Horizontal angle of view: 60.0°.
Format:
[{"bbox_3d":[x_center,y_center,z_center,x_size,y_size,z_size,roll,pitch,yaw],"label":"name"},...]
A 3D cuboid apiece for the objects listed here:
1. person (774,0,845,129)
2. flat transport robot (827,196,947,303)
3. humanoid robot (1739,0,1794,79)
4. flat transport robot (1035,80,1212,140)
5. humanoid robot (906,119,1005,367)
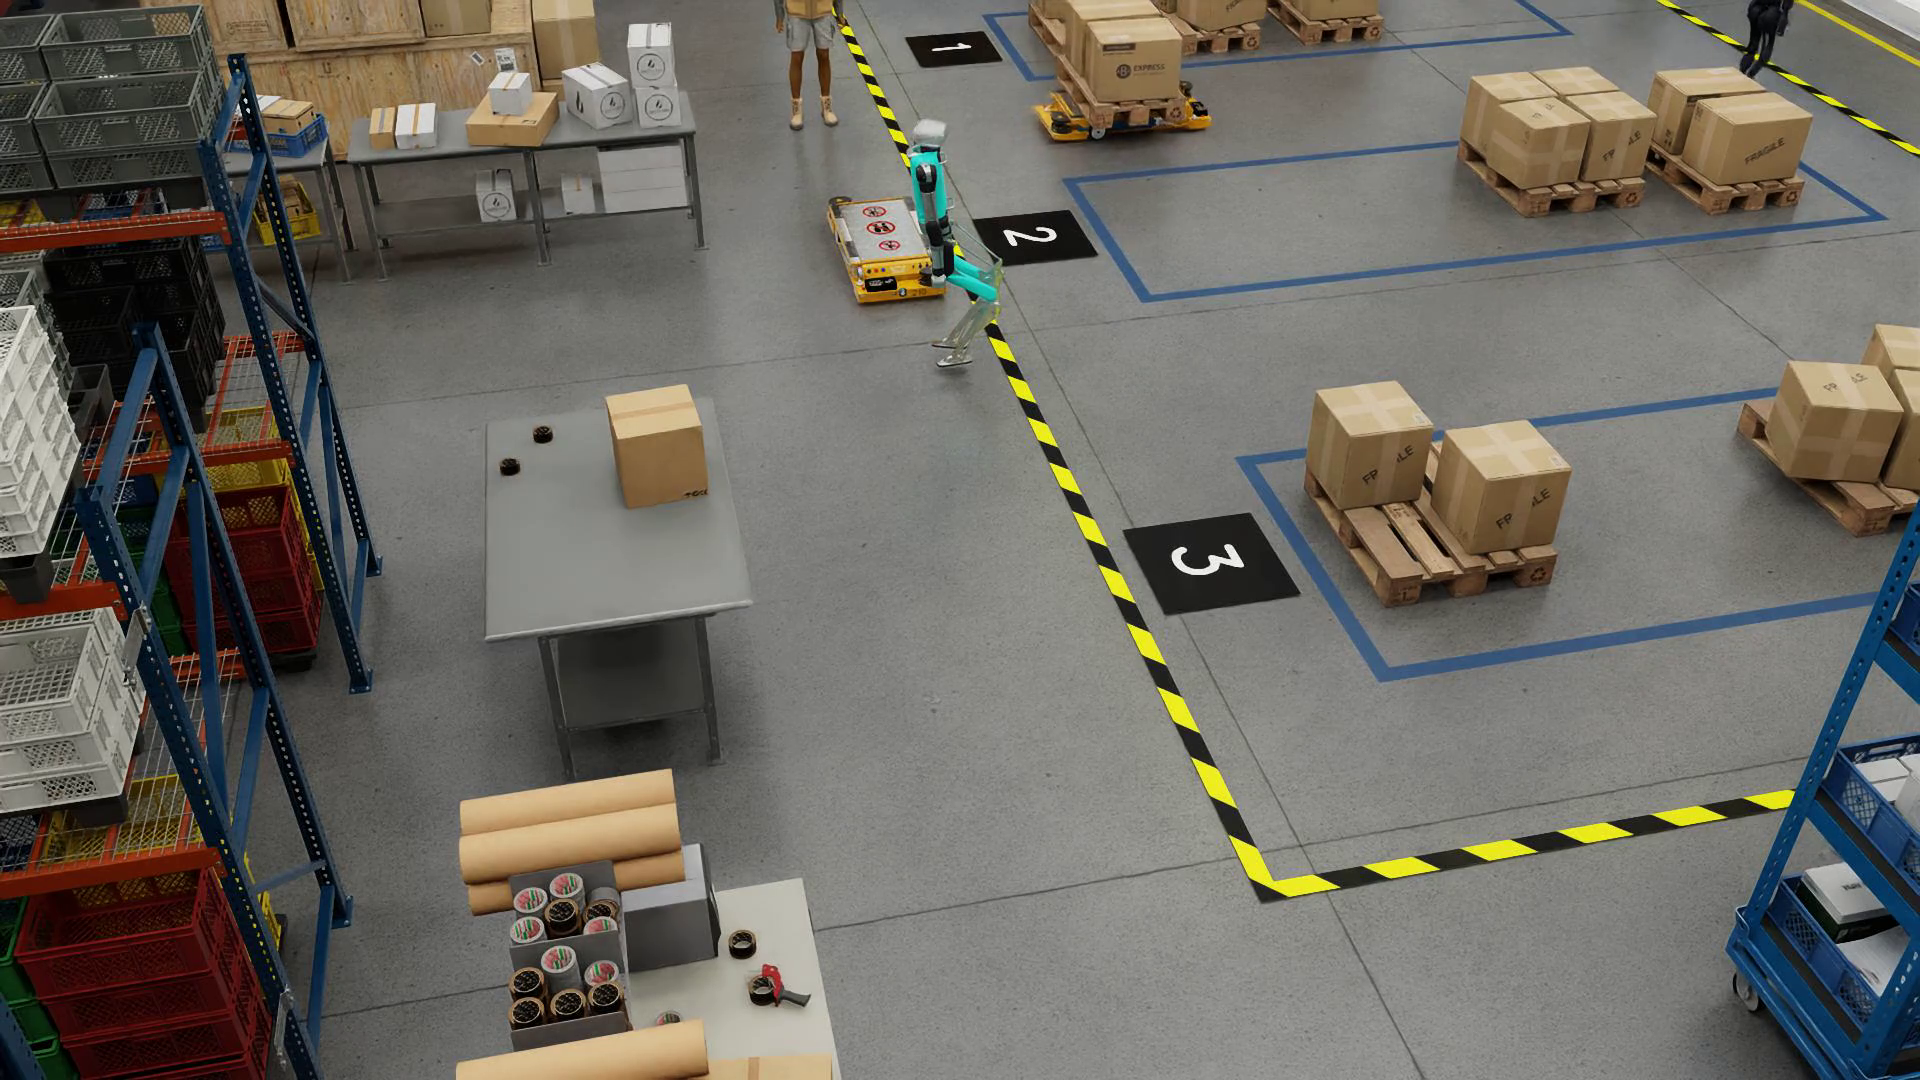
[{"bbox_3d":[-1.269,-4.492,14.116,0.609,2.031,0.402,-7,37,-9],"label":"person"},{"bbox_3d":[-0.570,-2.220,12.538,0.659,0.231,1.431,-8,37,-10],"label":"flat transport robot"},{"bbox_3d":[7.172,-4.752,14.762,0.410,1.645,0.588,0,37,0],"label":"humanoid robot"},{"bbox_3d":[1.433,-3.784,14.616,1.431,0.197,0.652,-8,37,-10],"label":"flat transport robot"},{"bbox_3d":[0.032,-1.915,10.784,0.735,1.677,0.533,-2,37,-2],"label":"humanoid robot"}]
